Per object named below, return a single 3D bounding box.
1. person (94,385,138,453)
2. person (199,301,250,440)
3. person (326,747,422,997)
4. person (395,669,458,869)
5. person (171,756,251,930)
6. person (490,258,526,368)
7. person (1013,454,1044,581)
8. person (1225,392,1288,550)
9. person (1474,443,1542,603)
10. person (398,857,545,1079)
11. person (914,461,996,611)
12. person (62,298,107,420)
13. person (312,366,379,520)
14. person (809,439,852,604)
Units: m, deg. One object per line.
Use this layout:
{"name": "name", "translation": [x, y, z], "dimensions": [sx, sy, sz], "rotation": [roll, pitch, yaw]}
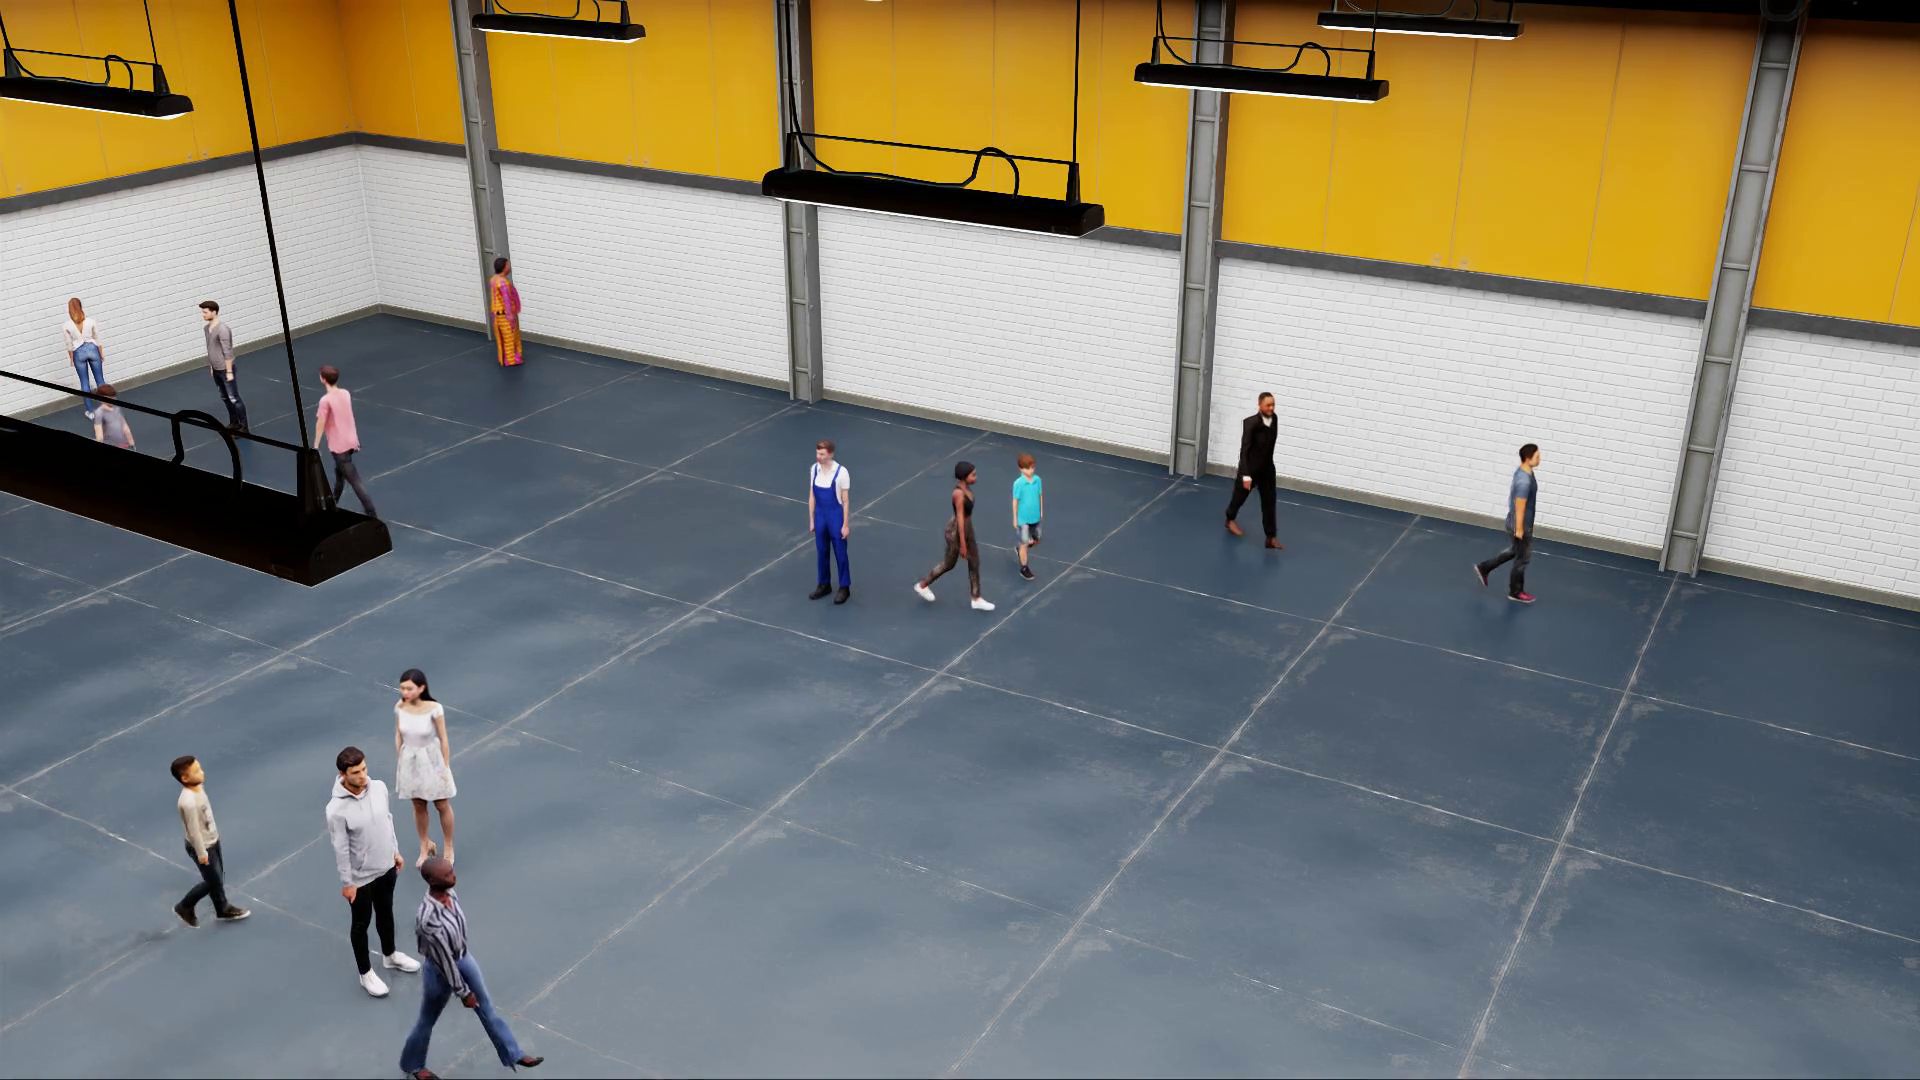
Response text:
{"name": "person", "translation": [-10.236, -1.083, 20.021], "dimensions": [0.703, 1.641, 0.685], "rotation": [6, 24, 14]}
{"name": "person", "translation": [-9.956, -2.321, 22.531], "dimensions": [0.552, 1.900, 0.754], "rotation": [17, 29, 34]}
{"name": "person", "translation": [-4.237, 2.321, 11.873], "dimensions": [0.593, 1.930, 0.686], "rotation": [12, 26, 25]}
{"name": "person", "translation": [-4.246, 1.817, 13.221], "dimensions": [0.696, 1.774, 0.801], "rotation": [4, 24, 8]}
{"name": "person", "translation": [-5.770, 2.294, 12.525], "dimensions": [0.849, 1.458, 0.783], "rotation": [-5, 24, -11]}
{"name": "person", "translation": [-6.991, -3.537, 25.586], "dimensions": [0.854, 1.681, 0.753], "rotation": [-15, 28, -31]}
{"name": "person", "translation": [0.719, -0.292, 18.467], "dimensions": [0.714, 1.437, 0.815], "rotation": [-13, 27, -27]}
{"name": "person", "translation": [3.356, -0.837, 19.192], "dimensions": [1.128, 1.855, 1.368], "rotation": [-13, 27, -27]}
{"name": "person", "translation": [5.913, -0.198, 17.807], "dimensions": [0.964, 1.793, 0.770], "rotation": [8, 25, 18]}
{"name": "person", "translation": [-3.439, 2.871, 10.856], "dimensions": [1.261, 1.738, 0.984], "rotation": [1, 24, 3]}
{"name": "person", "translation": [-0.076, -0.038, 17.603], "dimensions": [1.173, 1.665, 0.769], "rotation": [6, 24, 13]}
{"name": "person", "translation": [-12.232, -2.559, 23.299], "dimensions": [0.688, 1.720, 0.686], "rotation": [-14, 27, -29]}
{"name": "person", "translation": [-7.223, -1.082, 19.683], "dimensions": [1.261, 1.910, 0.878], "rotation": [6, 24, 12]}
{"name": "person", "translation": [-1.379, -0.226, 17.803], "dimensions": [0.521, 1.848, 0.700], "rotation": [11, 26, 23]}
